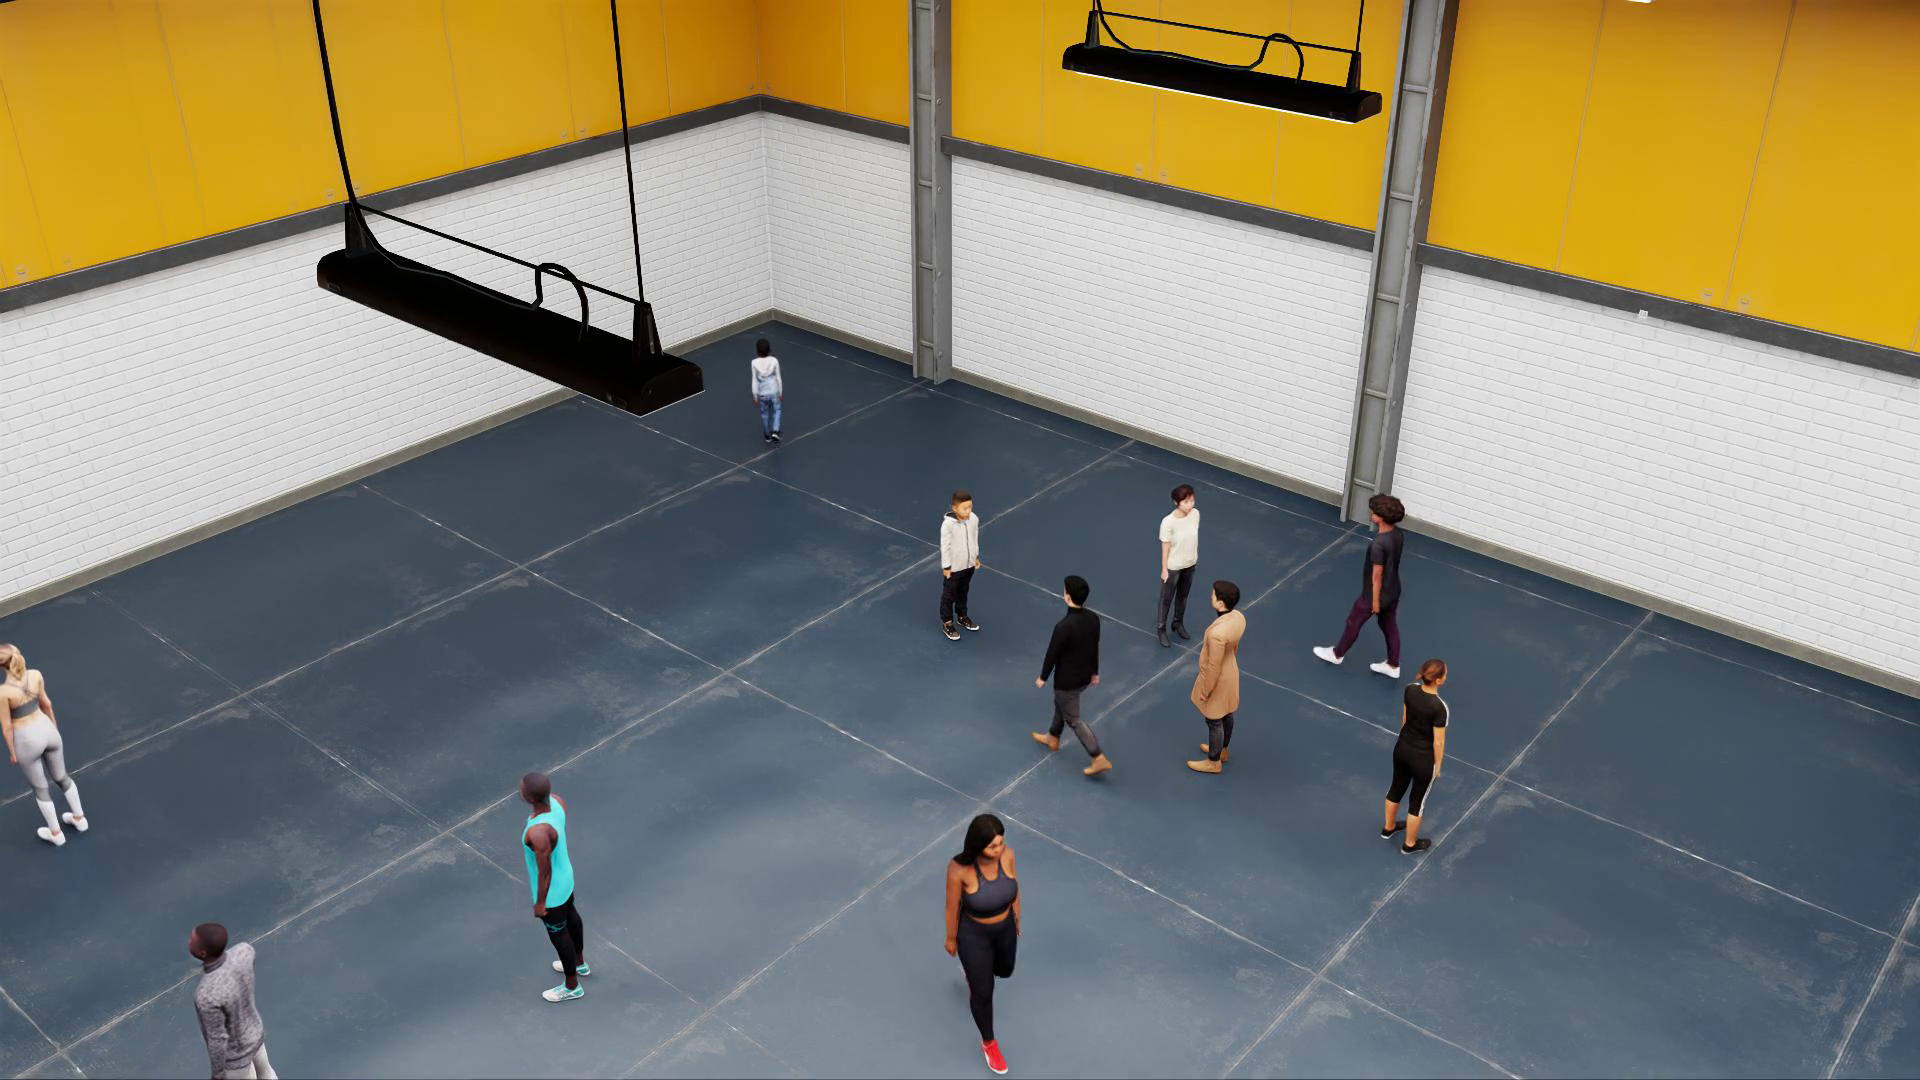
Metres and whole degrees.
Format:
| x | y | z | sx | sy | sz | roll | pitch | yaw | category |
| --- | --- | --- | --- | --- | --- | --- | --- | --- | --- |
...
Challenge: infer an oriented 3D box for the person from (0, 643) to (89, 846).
| x | y | z | sx | sy | sz | roll | pitch | yaw | category |
| --- | --- | --- | --- | --- | --- | --- | --- | --- | --- |
| -6.971 | 1.532 | 12.562 | 0.576 | 1.700 | 0.591 | 13 | 31 | 22 | person |

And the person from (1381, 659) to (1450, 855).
| x | y | z | sx | sy | sz | roll | pitch | yaw | category |
| --- | --- | --- | --- | --- | --- | --- | --- | --- | --- |
| 3.426 | 1.598 | 12.471 | 0.698 | 1.670 | 0.557 | -16 | 32 | -26 | person |

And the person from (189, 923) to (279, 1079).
| x | y | z | sx | sy | sz | roll | pitch | yaw | category |
| --- | --- | --- | --- | --- | --- | --- | --- | --- | --- |
| -4.230 | 2.970 | 9.780 | 0.778 | 1.839 | 0.755 | 1 | 29 | 2 | person |

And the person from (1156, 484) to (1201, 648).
| x | y | z | sx | sy | sz | roll | pitch | yaw | category |
| --- | --- | --- | --- | --- | --- | --- | --- | --- | --- |
| 1.987 | 0.215 | 15.094 | 0.644 | 1.587 | 0.573 | -17 | 33 | -29 | person |

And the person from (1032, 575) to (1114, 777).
| x | y | z | sx | sy | sz | roll | pitch | yaw | category |
| --- | --- | --- | --- | --- | --- | --- | --- | --- | --- |
| 0.956 | 1.113 | 13.327 | 1.071 | 1.703 | 0.648 | 20 | 35 | 32 | person |

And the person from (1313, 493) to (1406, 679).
| x | y | z | sx | sy | sz | roll | pitch | yaw | category |
| --- | --- | --- | --- | --- | --- | --- | --- | --- | --- |
| 3.737 | 0.441 | 14.506 | 0.977 | 1.754 | 0.614 | 22 | 35 | 34 | person |

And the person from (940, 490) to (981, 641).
| x | y | z | sx | sy | sz | roll | pitch | yaw | category |
| --- | --- | --- | --- | --- | --- | --- | --- | --- | --- |
| -0.018 | 0.196 | 15.272 | 0.605 | 1.450 | 0.553 | -24 | 36 | -36 | person |

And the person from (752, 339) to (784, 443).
| x | y | z | sx | sy | sz | roll | pitch | yaw | category |
| --- | --- | --- | --- | --- | --- | --- | --- | --- | --- |
| -2.182 | -1.674 | 18.904 | 0.652 | 1.256 | 0.716 | -4 | 29 | -7 | person |

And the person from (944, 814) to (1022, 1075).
| x | y | z | sx | sy | sz | roll | pitch | yaw | category |
| --- | --- | --- | --- | --- | --- | --- | --- | --- | --- |
| 0.134 | 2.478 | 10.728 | 0.915 | 1.795 | 1.162 | -16 | 32 | -26 | person |

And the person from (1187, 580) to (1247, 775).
| x | y | z | sx | sy | sz | roll | pitch | yaw | category |
| --- | --- | --- | --- | --- | --- | --- | --- | --- | --- |
| 2.093 | 1.090 | 13.344 | 0.675 | 1.727 | 0.687 | 15 | 32 | 25 | person |

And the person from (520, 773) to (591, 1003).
| x | y | z | sx | sy | sz | roll | pitch | yaw | category |
| --- | --- | --- | --- | --- | --- | --- | --- | --- | --- |
| -2.693 | 2.287 | 11.063 | 0.702 | 1.810 | 0.682 | 2 | 29 | 4 | person |
